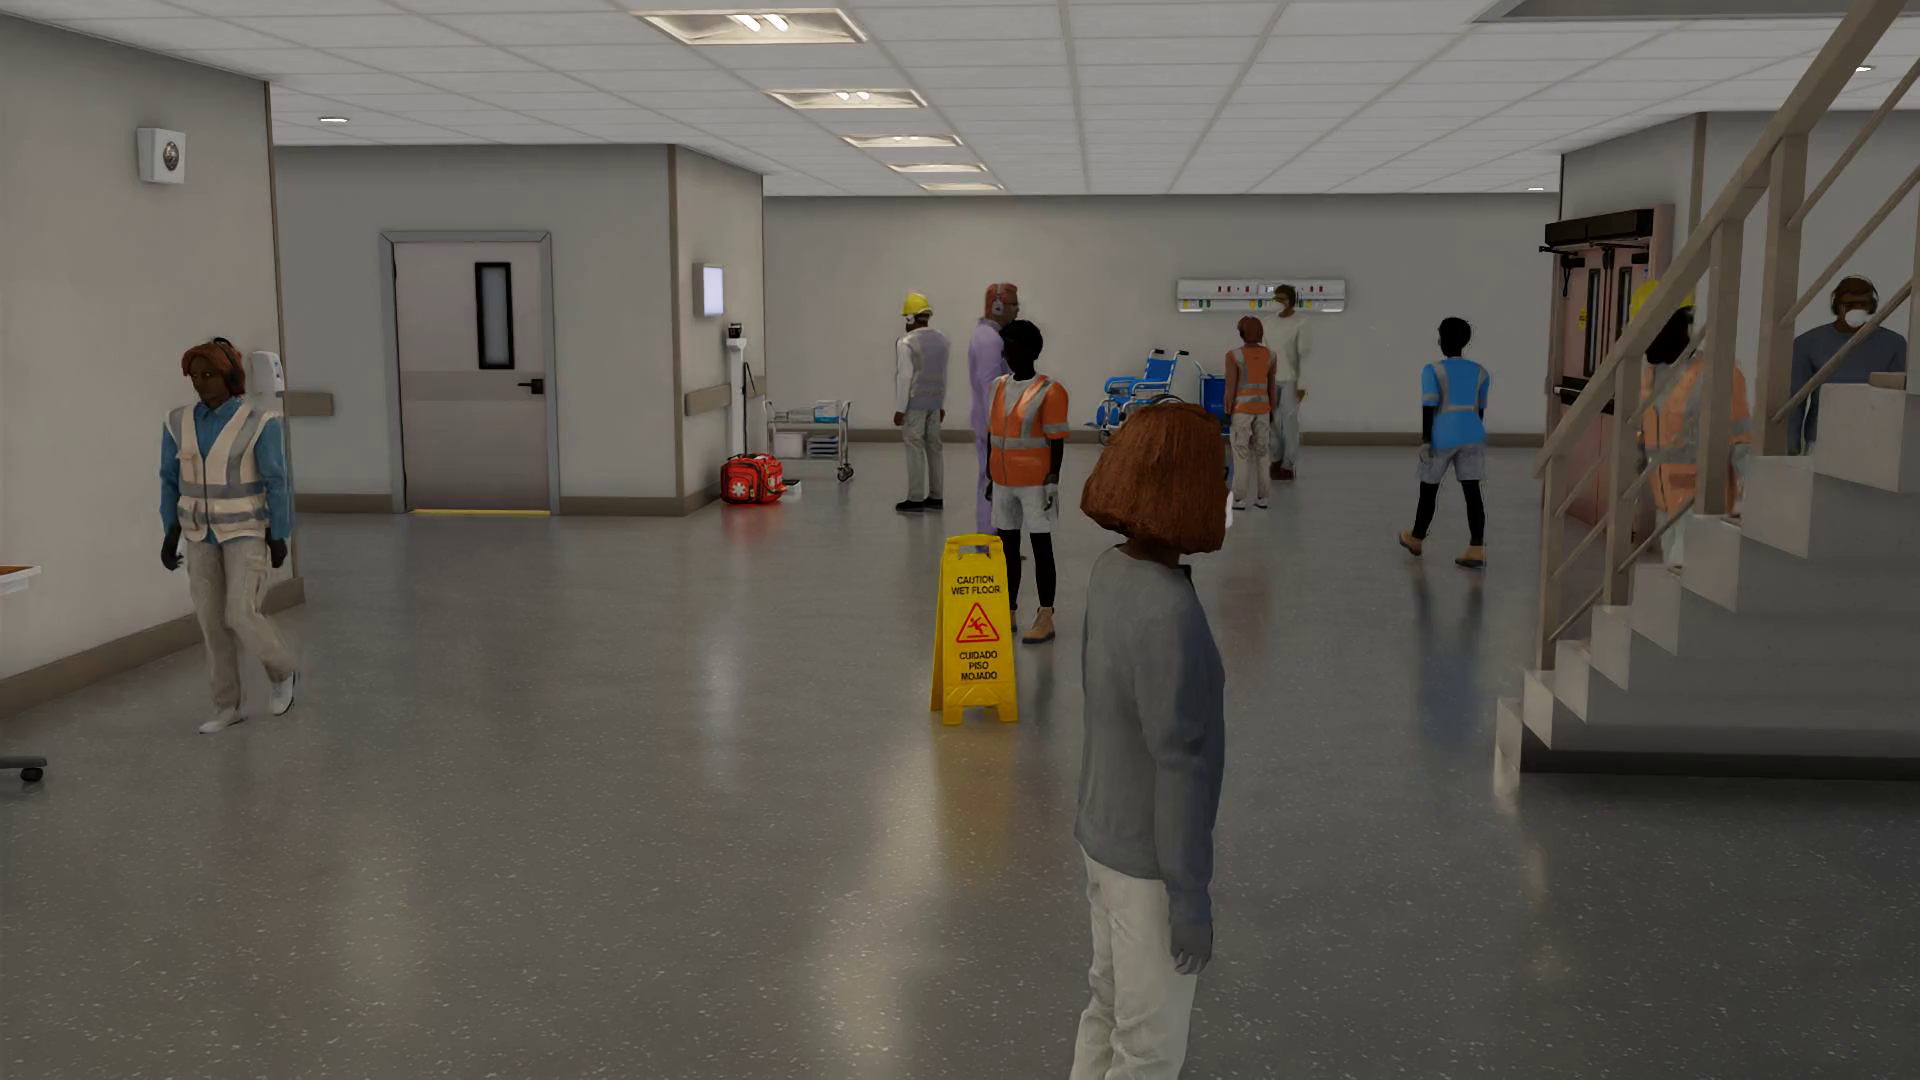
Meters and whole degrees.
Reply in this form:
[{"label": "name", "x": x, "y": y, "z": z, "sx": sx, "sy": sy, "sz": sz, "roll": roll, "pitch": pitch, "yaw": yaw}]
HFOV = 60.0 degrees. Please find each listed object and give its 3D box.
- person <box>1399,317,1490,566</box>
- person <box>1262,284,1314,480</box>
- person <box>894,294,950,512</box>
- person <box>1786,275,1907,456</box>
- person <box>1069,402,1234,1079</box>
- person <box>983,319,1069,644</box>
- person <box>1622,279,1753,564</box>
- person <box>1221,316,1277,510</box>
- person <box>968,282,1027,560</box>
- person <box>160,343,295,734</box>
[{"label": "person", "x": 3.320, "y": -0.670, "z": 11.273, "sx": 0.550, "sy": 1.653, "sz": 0.850, "roll": -2, "pitch": 9, "yaw": -15}, {"label": "person", "x": 3.162, "y": -1.538, "z": 16.304, "sx": 0.438, "sy": 1.925, "sz": 0.657, "roll": -7, "pitch": 11, "yaw": -39}, {"label": "person", "x": -0.343, "y": -1.148, "z": 13.985, "sx": 0.404, "sy": 1.827, "sz": 0.600, "roll": 7, "pitch": 11, "yaw": 41}, {"label": "person", "x": 5.055, "y": -0.540, "z": 9.523, "sx": 0.636, "sy": 1.931, "sz": 0.377, "roll": 2, "pitch": 9, "yaw": 15}, {"label": "person", "x": 0.342, "y": 0.572, "z": 2.949, "sx": 0.265, "sy": 1.632, "sz": 0.508, "roll": -1, "pitch": 8, "yaw": -8}, {"label": "person", "x": 0.329, "y": -0.307, "z": 8.729, "sx": 0.533, "sy": 1.692, "sz": 0.319, "roll": 8, "pitch": 11, "yaw": 42}, {"label": "person", "x": 3.093, "y": -0.159, "z": 7.072, "sx": 0.600, "sy": 1.879, "sz": 0.601, "roll": -2, "pitch": 9, "yaw": -12}, {"label": "person", "x": 2.455, "y": -1.072, "z": 14.107, "sx": 0.522, "sy": 1.640, "sz": 0.306, "roll": -4, "pitch": 9, "yaw": -25}, {"label": "person", "x": 0.262, "y": -0.772, "z": 11.186, "sx": 0.403, "sy": 1.908, "sz": 0.670, "roll": 1, "pitch": 8, "yaw": 4}, {"label": "person", "x": -3.042, "y": 0.000, "z": 6.891, "sx": 0.521, "sy": 1.628, "sz": 0.375, "roll": 2, "pitch": 9, "yaw": 11}]
